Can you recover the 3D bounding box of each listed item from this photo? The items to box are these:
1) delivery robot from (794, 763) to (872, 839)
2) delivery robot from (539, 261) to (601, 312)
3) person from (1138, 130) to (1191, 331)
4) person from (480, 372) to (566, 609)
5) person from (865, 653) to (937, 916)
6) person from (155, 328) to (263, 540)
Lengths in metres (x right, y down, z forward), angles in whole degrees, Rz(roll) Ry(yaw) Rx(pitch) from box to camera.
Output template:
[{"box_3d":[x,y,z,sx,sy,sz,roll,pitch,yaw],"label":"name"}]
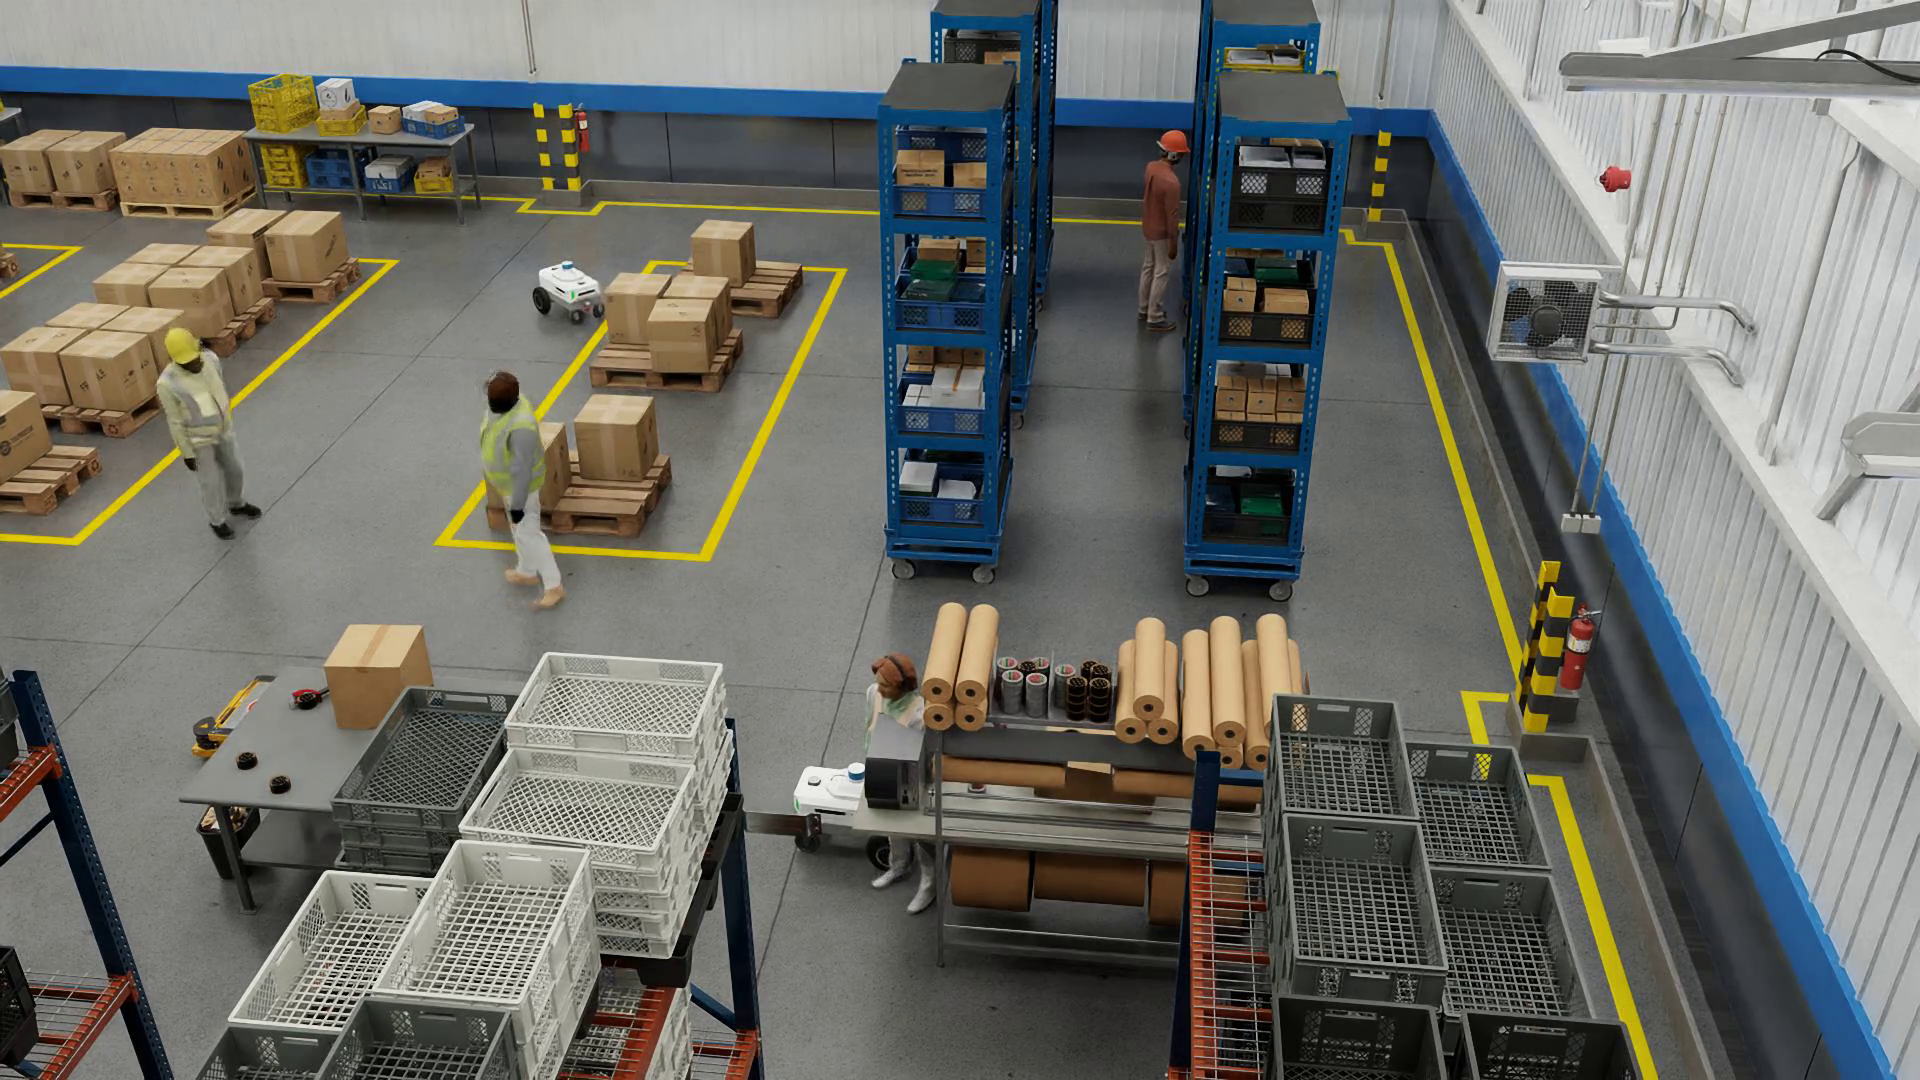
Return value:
[{"box_3d":[-0.596,1.516,9.672,0.707,0.478,0.477,5,31,9],"label":"delivery robot"},{"box_3d":[-3.908,-2.547,16.651,0.477,0.478,0.707,-24,38,-34],"label":"delivery robot"},{"box_3d":[1.969,-2.986,16.095,0.410,1.980,0.620,-10,32,-17],"label":"person"},{"box_3d":[-3.143,-0.391,11.808,0.431,1.811,0.707,-13,33,-21],"label":"person"},{"box_3d":[-0.306,1.299,9.073,0.523,1.631,0.315,26,39,37],"label":"person"},{"box_3d":[-5.678,-0.803,12.528,0.465,1.788,0.620,12,32,20],"label":"person"}]
